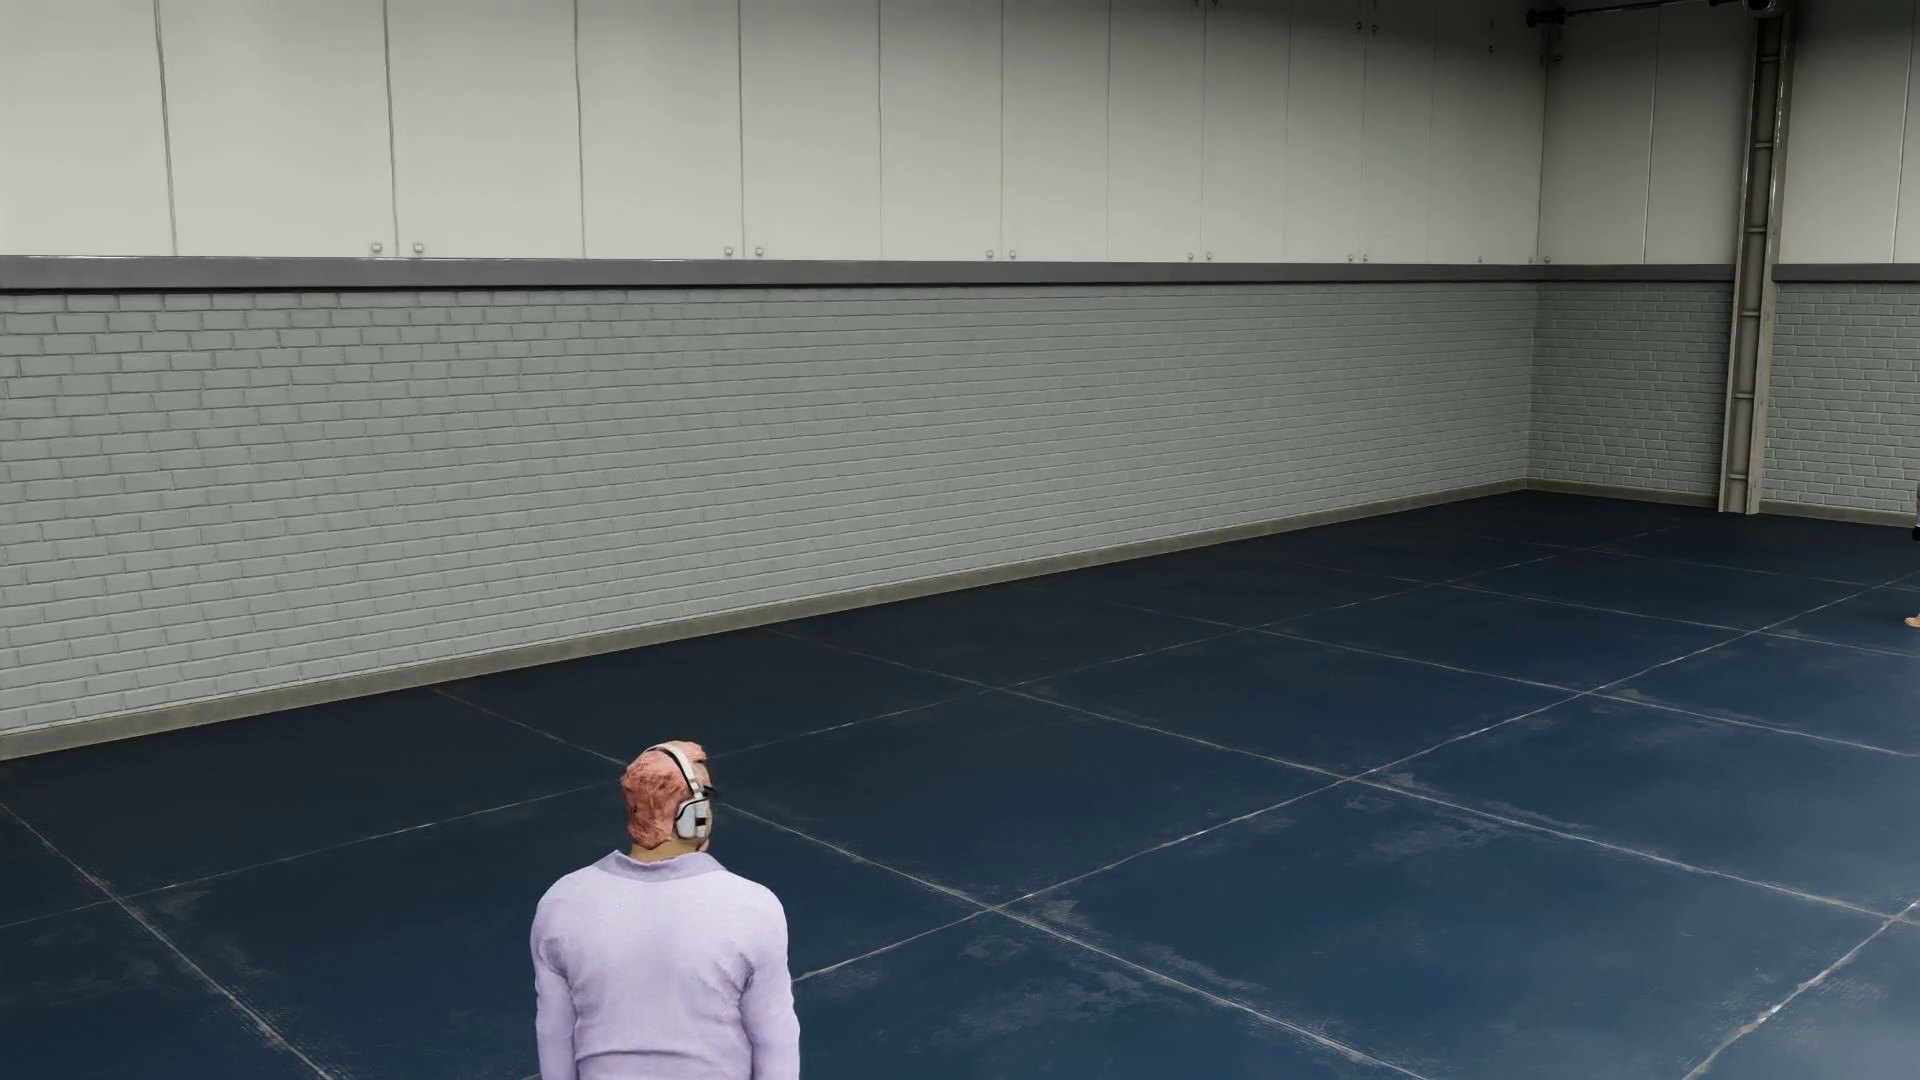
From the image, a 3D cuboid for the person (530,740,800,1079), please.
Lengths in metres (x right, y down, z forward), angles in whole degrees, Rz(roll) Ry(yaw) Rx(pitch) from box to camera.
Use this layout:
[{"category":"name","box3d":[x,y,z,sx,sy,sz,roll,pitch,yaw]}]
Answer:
[{"category":"person","box3d":[-0.701,1.432,4.112,0.643,1.905,0.399,1,9,8]}]

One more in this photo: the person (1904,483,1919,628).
[{"category":"person","box3d":[8.365,-0.152,14.151,0.621,1.837,0.429,-3,10,-20]}]
